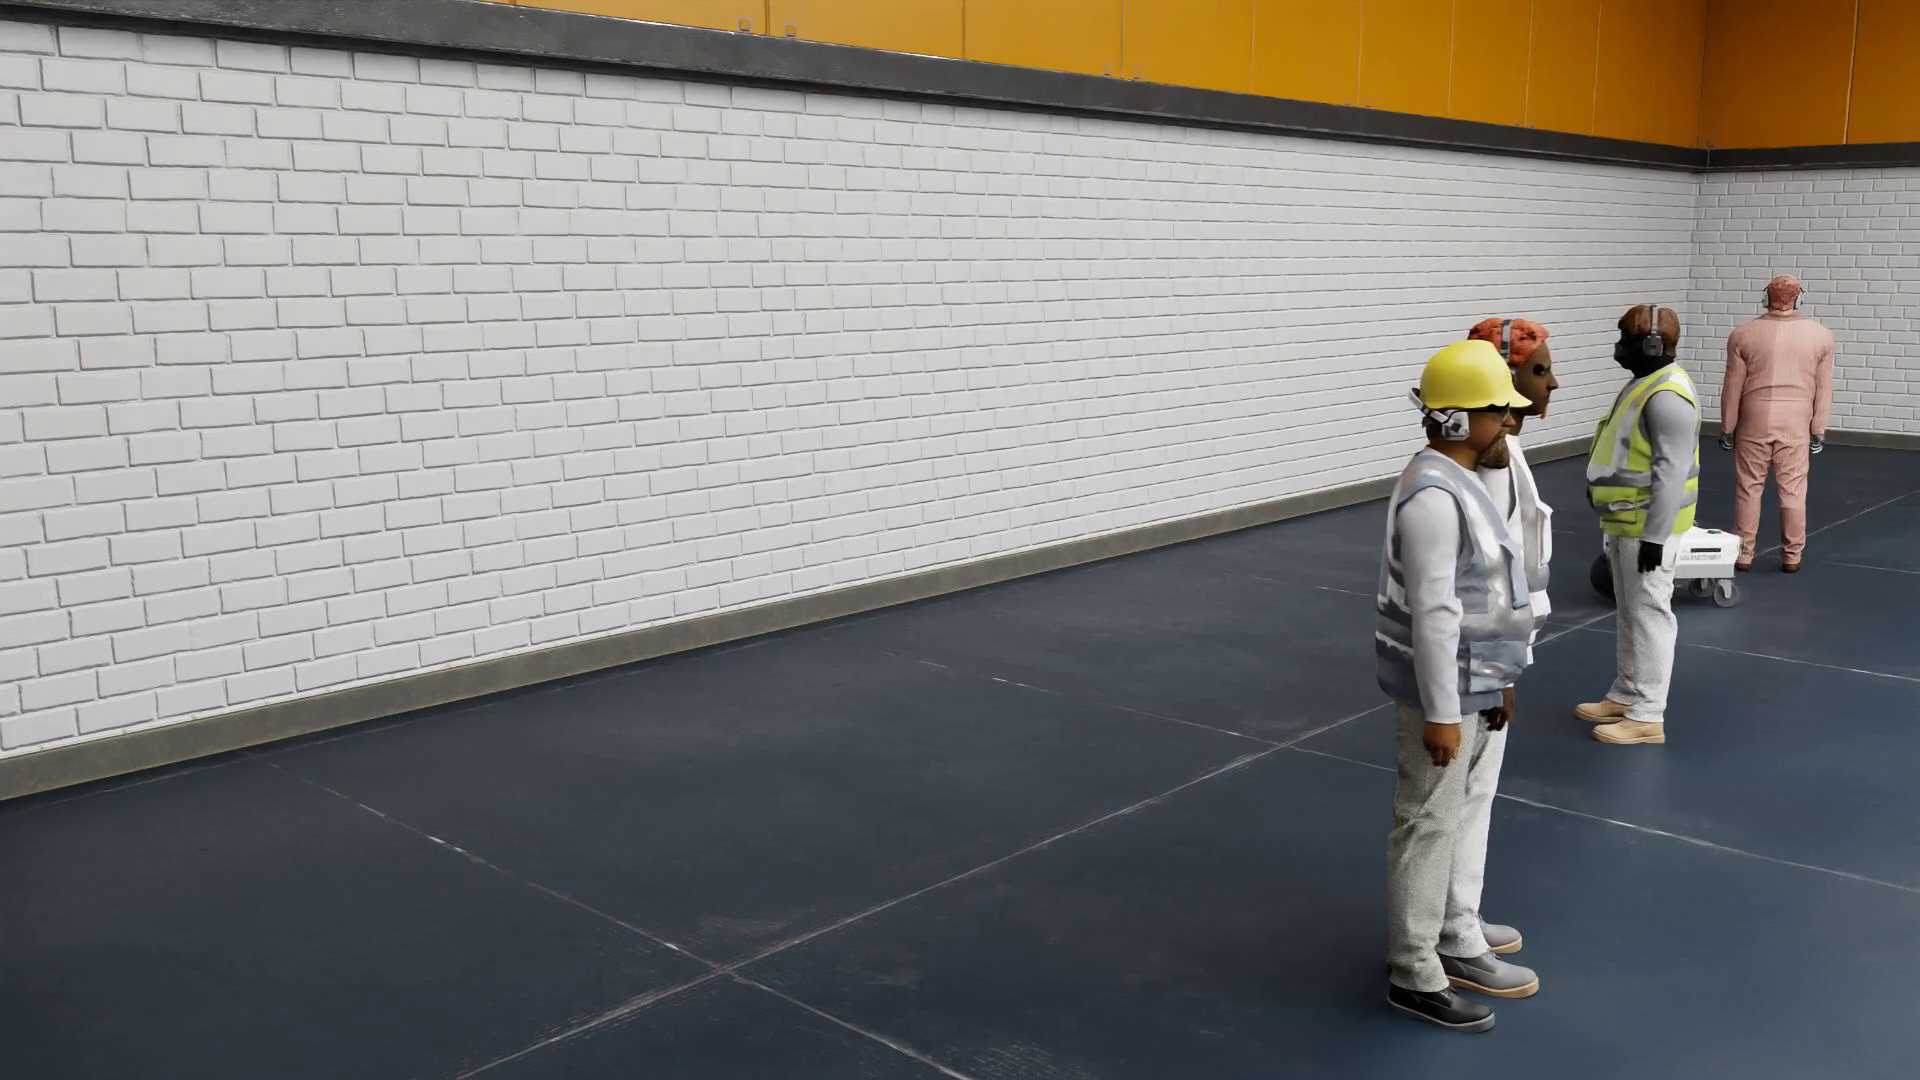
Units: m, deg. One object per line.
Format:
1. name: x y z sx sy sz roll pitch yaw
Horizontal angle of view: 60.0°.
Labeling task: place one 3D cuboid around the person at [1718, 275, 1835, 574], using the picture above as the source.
1. person: 5.208 -0.738 10.663 0.650 1.906 0.401 3 10 14

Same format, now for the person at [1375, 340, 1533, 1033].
1. person: 1.330 0.380 4.506 0.403 1.835 0.588 3 10 18

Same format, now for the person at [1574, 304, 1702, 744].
1. person: 2.859 -0.064 7.010 0.430 1.845 0.624 2 10 12

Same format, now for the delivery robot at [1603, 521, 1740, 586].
1. delivery robot: 4.144 0.061 9.695 0.707 0.478 0.477 -1 10 -4

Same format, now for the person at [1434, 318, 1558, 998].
1. person: 1.486 0.321 4.705 0.357 1.883 0.573 2 10 14
